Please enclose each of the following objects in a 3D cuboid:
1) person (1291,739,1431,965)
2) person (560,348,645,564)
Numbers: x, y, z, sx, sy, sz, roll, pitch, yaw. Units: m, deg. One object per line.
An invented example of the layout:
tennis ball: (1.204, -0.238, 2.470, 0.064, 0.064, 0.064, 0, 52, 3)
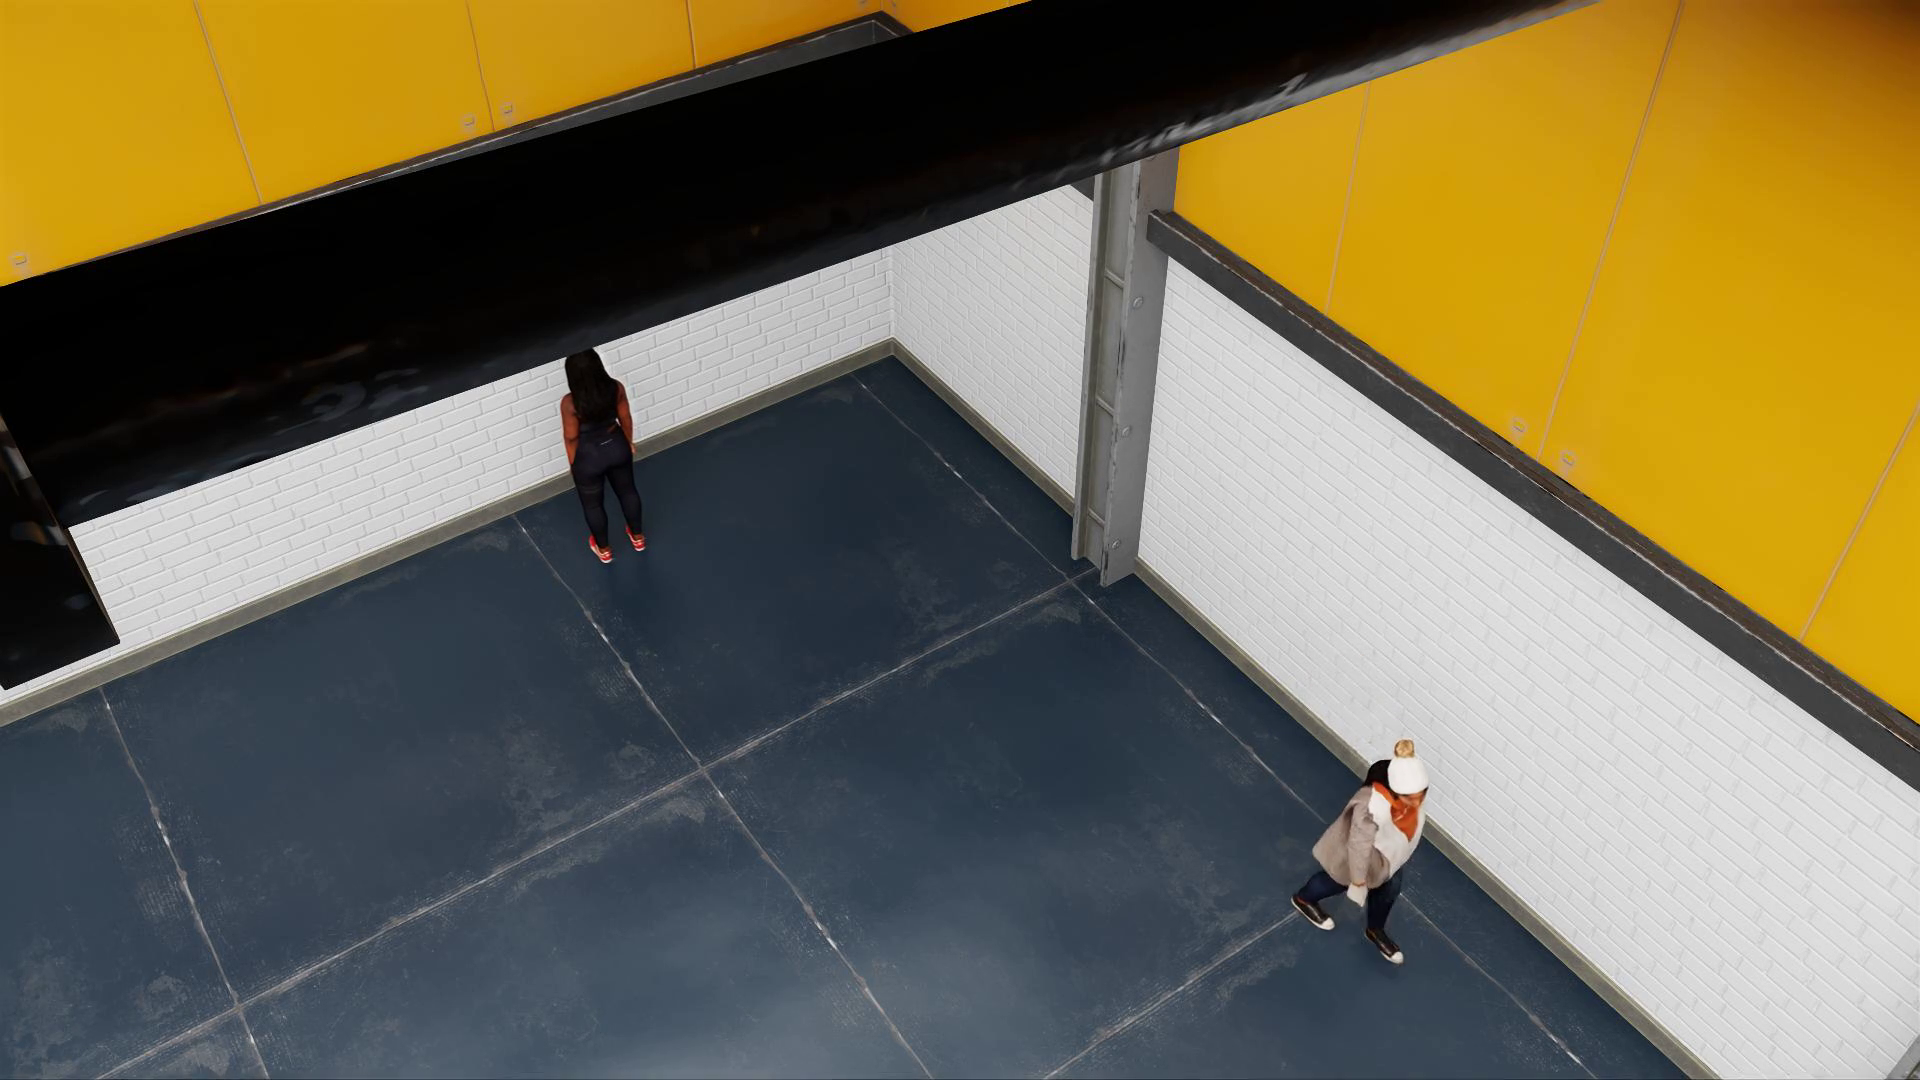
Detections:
person: (2.207, 1.609, 9.255, 0.719, 1.864, 0.960, -34, 53, -31)
person: (-2.509, -0.601, 11.610, 0.634, 1.815, 0.588, -26, 49, -25)
